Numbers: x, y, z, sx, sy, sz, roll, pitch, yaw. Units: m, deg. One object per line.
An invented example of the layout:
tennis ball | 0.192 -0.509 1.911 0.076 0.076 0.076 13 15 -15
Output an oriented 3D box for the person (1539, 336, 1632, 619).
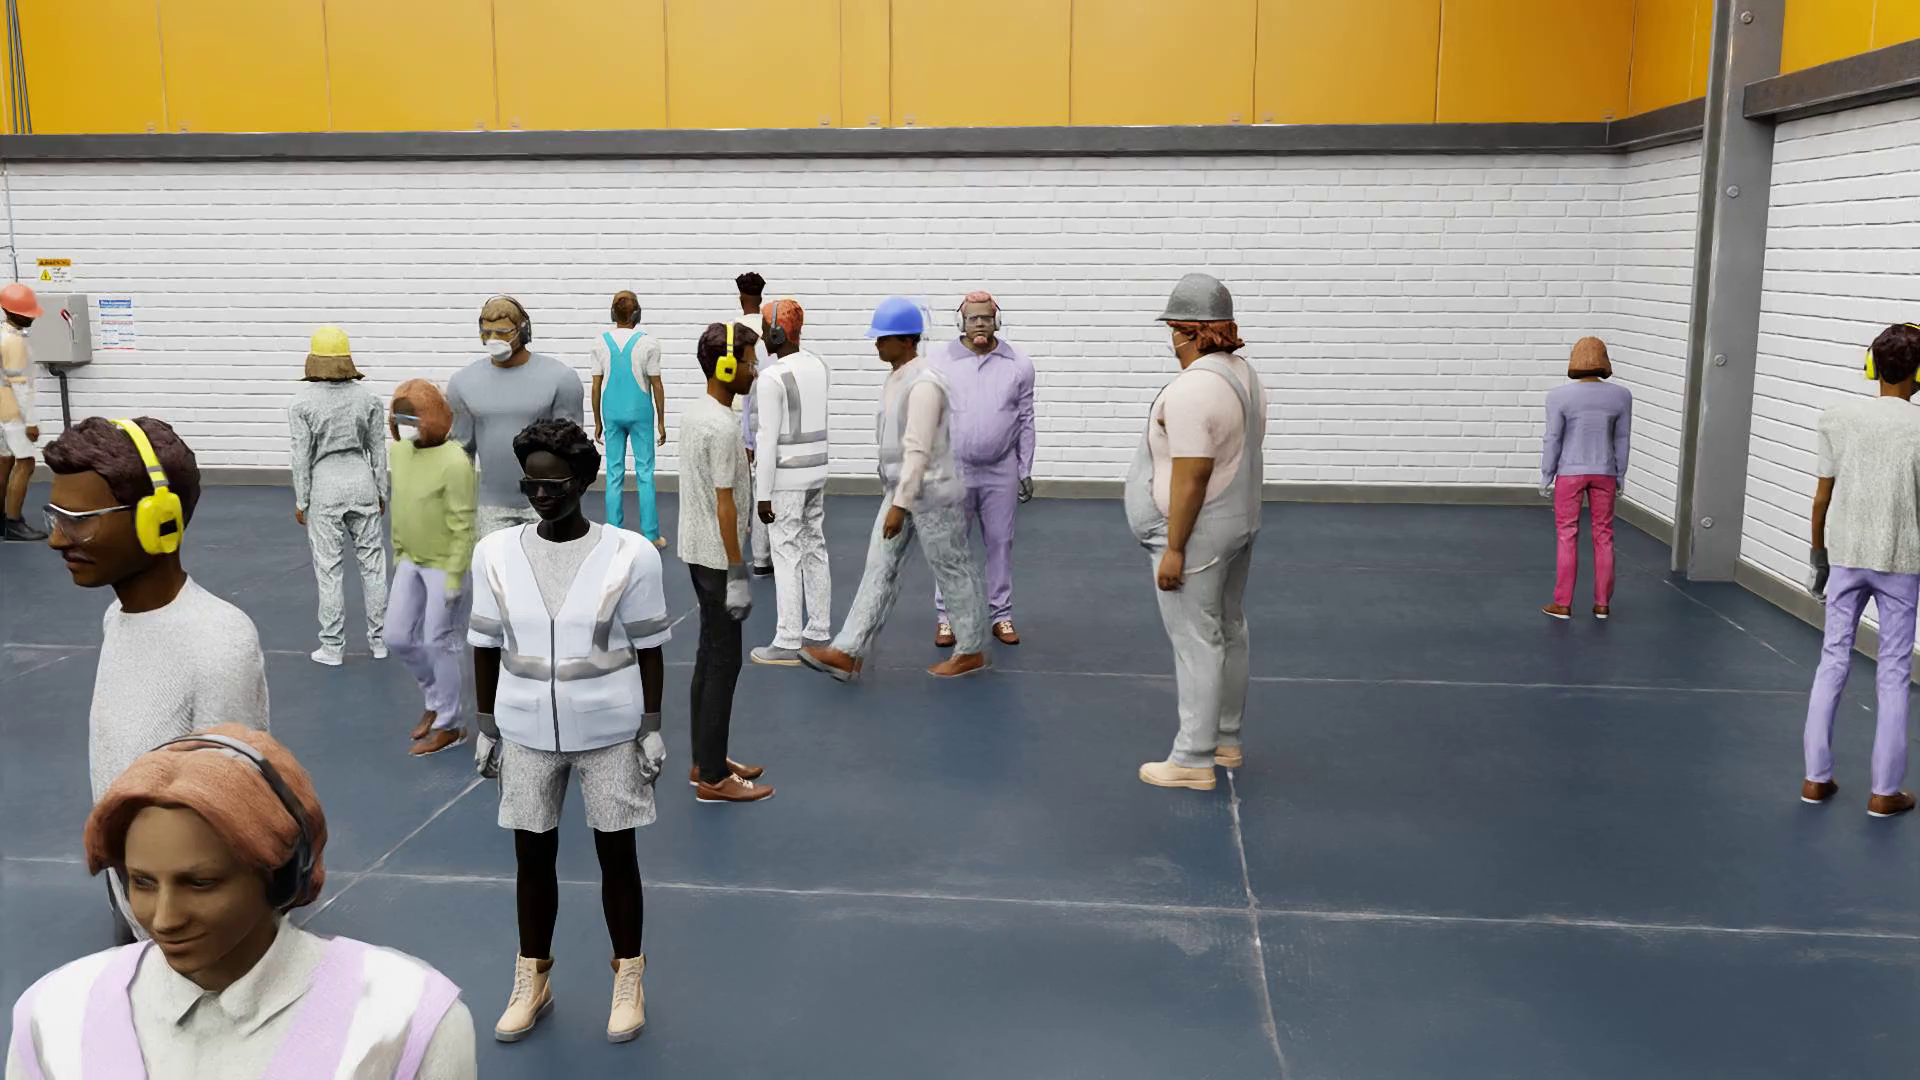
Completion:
person | 3.600 -0.354 9.609 0.501 1.631 0.287 0 10 1

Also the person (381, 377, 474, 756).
person | -2.215 0.120 6.934 0.563 1.606 0.348 7 12 34

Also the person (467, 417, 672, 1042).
person | -1.042 0.515 4.449 0.540 1.695 0.317 0 10 2

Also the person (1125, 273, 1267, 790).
person | 0.918 -0.039 6.635 0.536 2.000 0.684 6 12 31

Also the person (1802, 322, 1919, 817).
person | 3.466 0.118 6.275 0.516 1.860 0.325 9 14 43

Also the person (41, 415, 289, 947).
person | -1.338 0.709 2.880 0.321 1.861 0.516 -10 14 -44

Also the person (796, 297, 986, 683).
person | -0.296 -0.218 8.052 0.980 1.893 0.616 -4 11 -24

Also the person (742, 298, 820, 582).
person | -1.127 -0.640 10.713 0.585 1.823 0.404 3 10 17

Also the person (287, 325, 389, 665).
person | -3.191 -0.229 8.570 0.487 1.745 0.290 -8 12 -37

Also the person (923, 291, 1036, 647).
person | 0.098 -0.377 8.953 0.643 1.909 0.409 -1 10 -8

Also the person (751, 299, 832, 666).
person | -0.864 -0.292 8.552 0.358 1.880 0.575 5 11 28

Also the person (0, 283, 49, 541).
person | -6.968 -0.934 12.221 0.435 1.888 0.739 -9 13 -42

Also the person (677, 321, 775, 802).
person | -0.915 0.091 6.426 0.337 1.858 0.523 -4 11 -20

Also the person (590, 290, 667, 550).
person | -2.330 -0.827 11.709 0.517 1.843 0.325 0 10 3

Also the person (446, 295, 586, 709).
person | -2.010 -0.142 7.571 0.636 1.928 0.386 0 10 1

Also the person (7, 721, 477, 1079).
person | -0.773 0.997 1.858 0.522 1.636 0.310 0 10 -2
